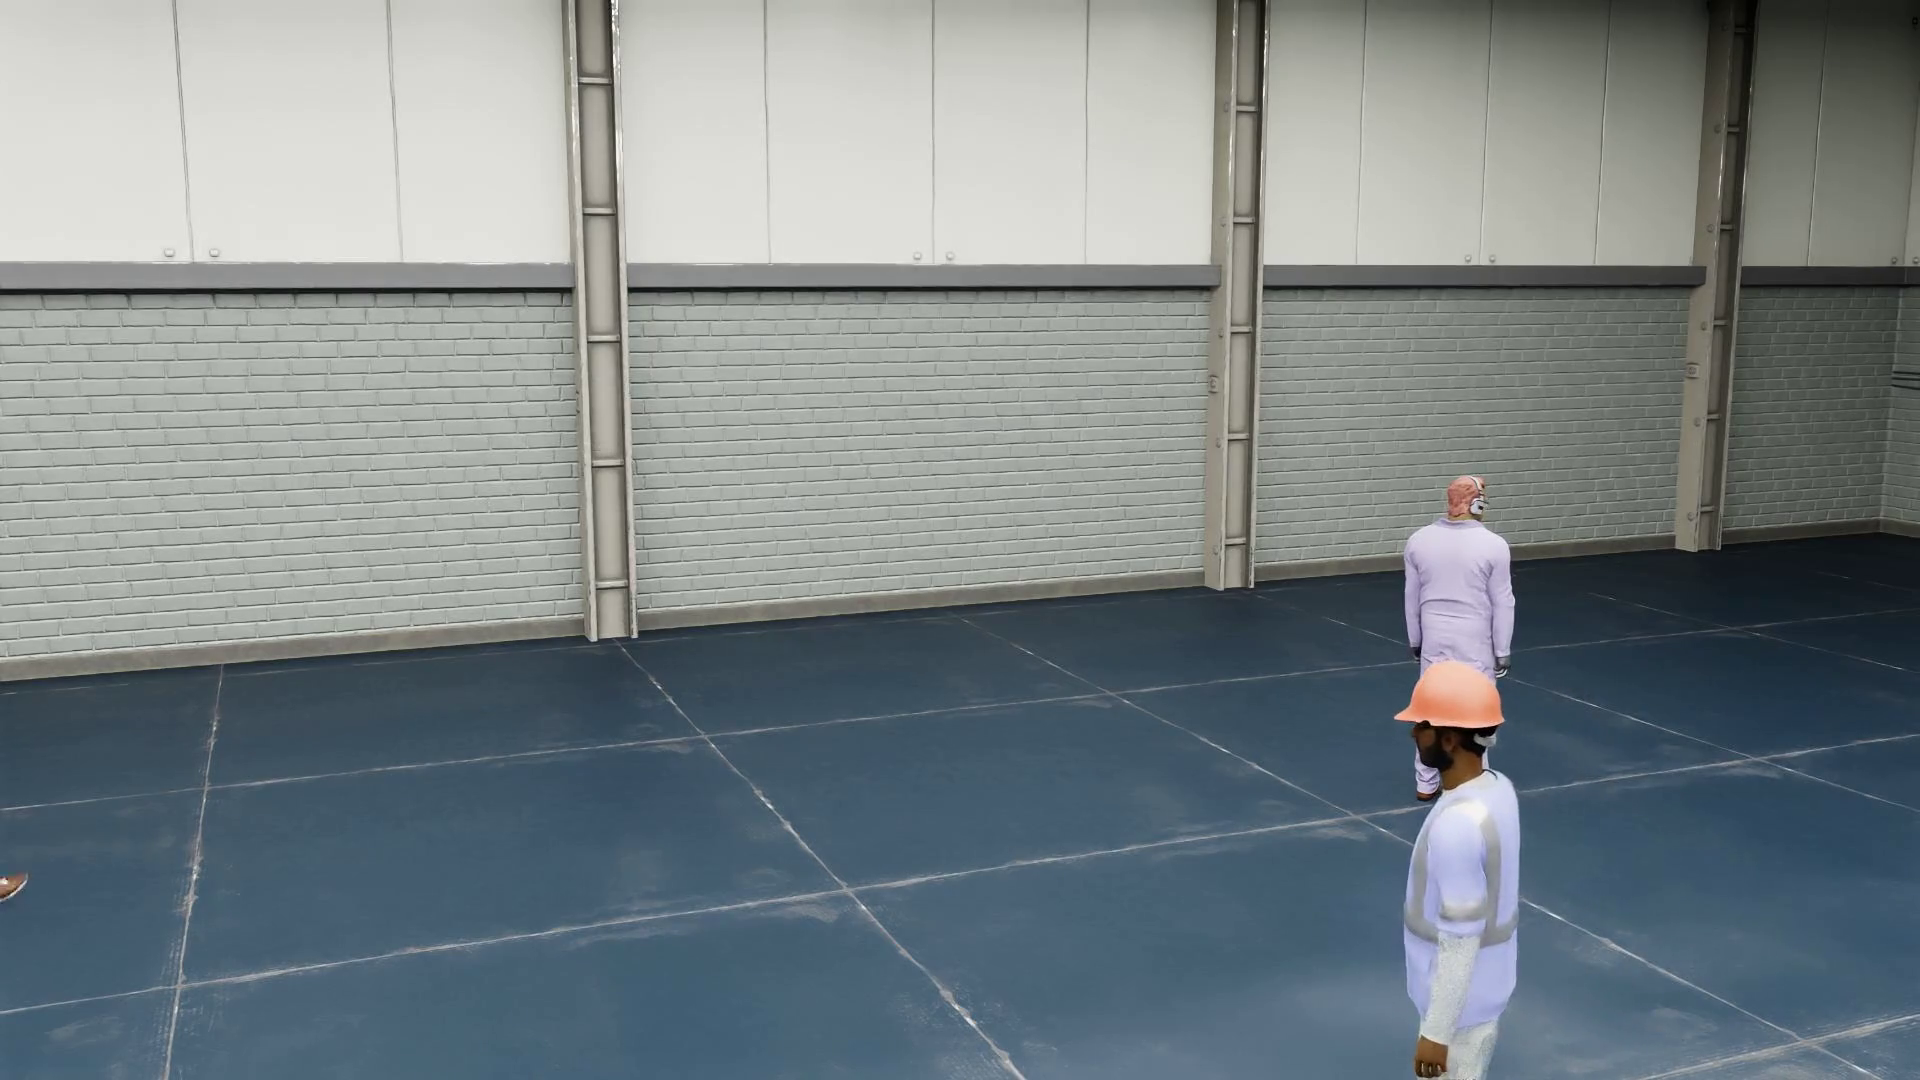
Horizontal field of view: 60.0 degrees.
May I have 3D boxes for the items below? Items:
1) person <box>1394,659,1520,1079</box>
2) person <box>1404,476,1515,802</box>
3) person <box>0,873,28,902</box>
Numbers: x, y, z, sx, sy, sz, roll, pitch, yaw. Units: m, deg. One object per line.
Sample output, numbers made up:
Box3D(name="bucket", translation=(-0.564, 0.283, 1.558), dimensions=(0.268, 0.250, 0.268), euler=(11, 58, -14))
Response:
Box3D(name="person", translation=(1.422, 1.307, 4.862), dimensions=(0.372, 1.926, 0.551), euler=(5, 10, 28))
Box3D(name="person", translation=(2.859, 0.584, 9.494), dimensions=(0.637, 1.902, 0.406), euler=(8, 12, 41))
Box3D(name="person", translation=(-4.941, 0.911, 7.701), dimensions=(0.947, 1.820, 0.498), euler=(-6, 11, -35))
